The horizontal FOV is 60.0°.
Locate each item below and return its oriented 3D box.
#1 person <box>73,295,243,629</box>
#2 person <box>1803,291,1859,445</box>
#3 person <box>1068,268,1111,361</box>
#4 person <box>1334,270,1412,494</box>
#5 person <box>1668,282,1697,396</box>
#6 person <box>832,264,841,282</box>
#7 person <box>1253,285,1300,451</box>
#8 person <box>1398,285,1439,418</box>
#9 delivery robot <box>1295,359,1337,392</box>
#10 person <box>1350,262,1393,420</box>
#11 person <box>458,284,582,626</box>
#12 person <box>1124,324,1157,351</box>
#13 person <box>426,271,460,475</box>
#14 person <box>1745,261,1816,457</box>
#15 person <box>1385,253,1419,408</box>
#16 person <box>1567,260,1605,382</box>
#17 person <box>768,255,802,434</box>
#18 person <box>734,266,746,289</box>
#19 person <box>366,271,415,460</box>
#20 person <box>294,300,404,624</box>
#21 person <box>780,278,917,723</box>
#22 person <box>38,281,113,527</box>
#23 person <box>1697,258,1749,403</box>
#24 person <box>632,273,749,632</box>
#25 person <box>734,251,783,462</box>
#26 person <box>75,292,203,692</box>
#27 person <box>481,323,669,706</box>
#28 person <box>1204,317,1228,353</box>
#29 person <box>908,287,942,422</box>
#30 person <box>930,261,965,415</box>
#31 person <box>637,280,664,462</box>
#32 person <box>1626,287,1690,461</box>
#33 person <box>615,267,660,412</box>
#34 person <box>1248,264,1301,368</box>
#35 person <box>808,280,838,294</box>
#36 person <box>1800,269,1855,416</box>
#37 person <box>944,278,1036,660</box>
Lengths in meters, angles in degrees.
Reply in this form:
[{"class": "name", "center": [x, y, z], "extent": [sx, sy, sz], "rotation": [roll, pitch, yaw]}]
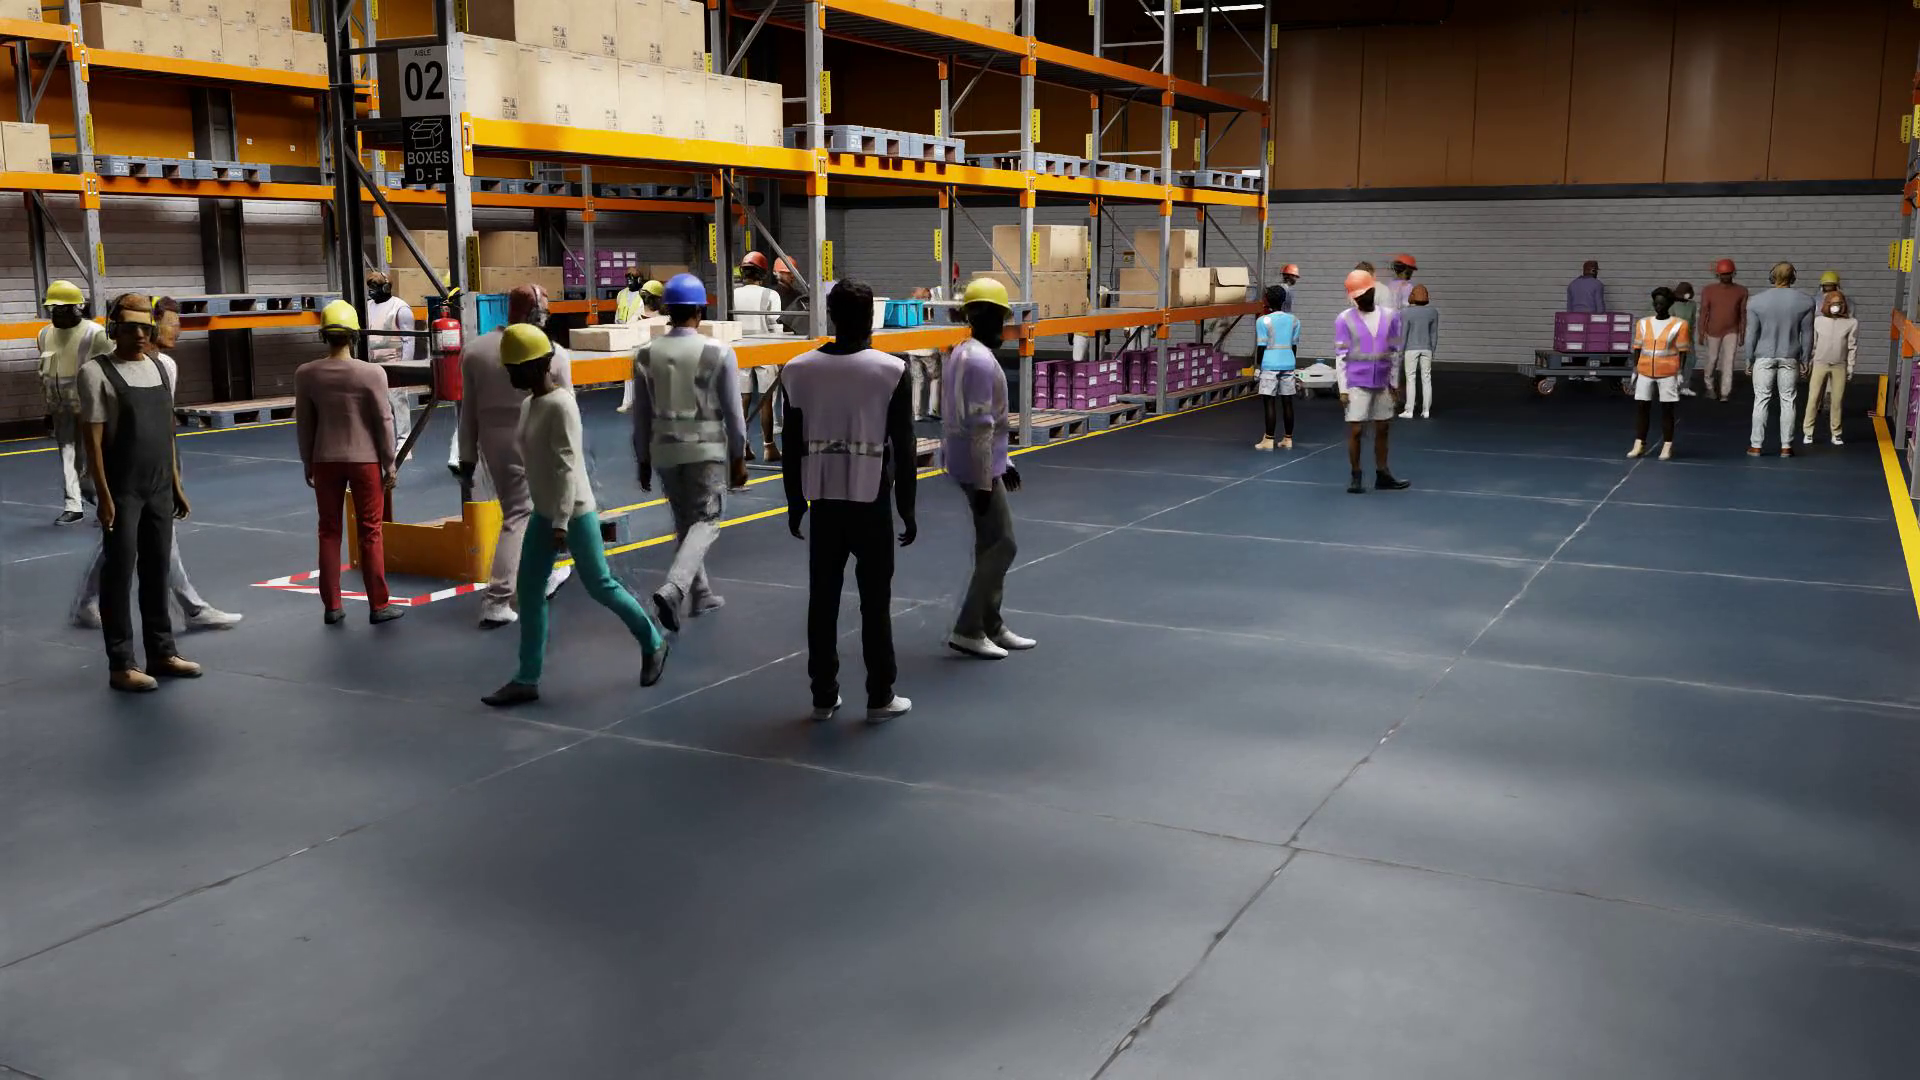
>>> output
[{"class": "person", "center": [-4.405, -0.390, 8.874], "extent": [0.954, 1.808, 0.552], "rotation": [1, 10, 3]}, {"class": "person", "center": [9.191, -1.812, 17.573], "extent": [0.497, 1.626, 0.284], "rotation": [3, 10, 18]}, {"class": "person", "center": [1.785, -2.850, 22.980], "extent": [0.628, 1.837, 0.429], "rotation": [-1, 10, -5]}, {"class": "person", "center": [3.512, -1.319, 13.985], "extent": [0.776, 1.884, 0.398], "rotation": [-2, 10, -13]}, {"class": "person", "center": [10.206, -2.825, 23.448], "extent": [0.534, 1.610, 0.598], "rotation": [-3, 10, -14]}, {"class": "person", "center": [-2.471, -4.335, 31.539], "extent": [0.550, 1.848, 0.449], "rotation": [3, 10, 18]}, {"class": "person", "center": [3.233, -1.755, 17.020], "extent": [0.535, 1.699, 0.322], "rotation": [-5, 11, -26]}, {"class": "person", "center": [5.611, -2.308, 20.412], "extent": [0.498, 1.634, 0.280], "rotation": [-2, 10, -10]}, {"class": "delivery robot", "center": [4.955, -2.253, 22.942], "extent": [0.707, 0.478, 0.477], "rotation": [-2, 10, -12]}, {"class": "person", "center": [4.997, -2.419, 20.270], "extent": [0.365, 1.916, 0.697], "rotation": [-7, 12, -35]}, {"class": "person", "center": [-2.398, -0.486, 9.248], "extent": [0.665, 1.846, 1.023], "rotation": [3, 10, 18]}, {"class": "person", "center": [2.684, -3.184, 24.800], "extent": [0.568, 1.878, 0.352], "rotation": [-3, 10, -19]}, {"class": "person", "center": [-4.608, -1.550, 15.326], "extent": [0.589, 1.884, 0.978], "rotation": [1, 10, 6]}, {"class": "person", "center": [8.102, -1.782, 16.491], "extent": [0.631, 1.940, 0.372], "rotation": [4, 11, 22]}, {"class": "person", "center": [5.774, -2.712, 21.678], "extent": [0.591, 2.012, 0.600], "rotation": [-4, 11, -22]}, {"class": "person", "center": [9.865, -3.437, 26.174], "extent": [0.400, 1.903, 0.645], "rotation": [-6, 11, -30]}, {"class": "person", "center": [-1.977, -2.199, 18.738], "extent": [0.396, 1.992, 0.622], "rotation": [8, 12, 38]}, {"class": "person", "center": [-3.419, -3.369, 26.010], "extent": [0.623, 1.817, 0.427], "rotation": [3, 10, 15]}, {"class": "person", "center": [-5.615, -1.689, 16.227], "extent": [0.636, 1.842, 0.429], "rotation": [5, 11, 25]}, {"class": "person", "center": [-3.332, -0.417, 9.072], "extent": [0.533, 1.772, 0.298], "rotation": [0, 10, 1]}, {"class": "person", "center": [-0.477, -0.162, 7.171], "extent": [0.597, 1.915, 0.369], "rotation": [3, 10, 15]}, {"class": "person", "center": [-6.532, -1.000, 12.309], "extent": [0.590, 1.823, 0.404], "rotation": [2, 10, 9]}, {"class": "person", "center": [10.411, -2.870, 22.749], "extent": [0.632, 1.959, 0.983], "rotation": [3, 10, 17]}, {"class": "person", "center": [-1.479, -0.472, 8.969], "extent": [0.616, 1.922, 0.880], "rotation": [3, 10, 18]}, {"class": "person", "center": [-1.980, -1.770, 16.147], "extent": [0.605, 2.034, 0.388], "rotation": [3, 10, 16]}, {"class": "person", "center": [-3.831, -0.227, 7.769], "extent": [0.350, 1.842, 0.506], "rotation": [4, 10, 21]}, {"class": "person", "center": [-1.746, -0.131, 7.564], "extent": [0.868, 1.716, 0.575], "rotation": [-8, 13, -39]}, {"class": "person", "center": [3.882, -3.175, 25.475], "extent": [0.445, 1.618, 0.557], "rotation": [2, 10, 12]}, {"class": "person", "center": [-0.400, -2.222, 19.964], "extent": [0.560, 1.612, 0.485], "rotation": [7, 12, 37]}, {"class": "person", "center": [-0.145, -2.529, 20.847], "extent": [0.544, 1.927, 0.385], "rotation": [-5, 11, -26]}, {"class": "person", "center": [-2.963, -1.620, 16.071], "extent": [0.523, 1.760, 0.334], "rotation": [8, 13, 40]}, {"class": "person", "center": [6.829, -1.625, 16.276], "extent": [0.540, 1.695, 0.317], "rotation": [9, 13, 41]}, {"class": "person", "center": [-4.104, -2.524, 21.062], "extent": [0.621, 1.845, 0.429], "rotation": [4, 10, 21]}, {"class": "person", "center": [4.901, -3.354, 25.874], "extent": [1.062, 1.858, 0.554], "rotation": [-2, 10, -12]}, {"class": "person", "center": [-1.895, -2.916, 23.054], "extent": [0.632, 1.940, 0.372], "rotation": [6, 12, 33]}, {"class": "person", "center": [10.666, -2.413, 20.481], "extent": [0.606, 1.820, 0.589], "rotation": [5, 11, 28]}, {"class": "person", "center": [0.157, -0.359, 8.355], "extent": [0.463, 1.898, 0.623], "rotation": [-1, 10, -8]}]
